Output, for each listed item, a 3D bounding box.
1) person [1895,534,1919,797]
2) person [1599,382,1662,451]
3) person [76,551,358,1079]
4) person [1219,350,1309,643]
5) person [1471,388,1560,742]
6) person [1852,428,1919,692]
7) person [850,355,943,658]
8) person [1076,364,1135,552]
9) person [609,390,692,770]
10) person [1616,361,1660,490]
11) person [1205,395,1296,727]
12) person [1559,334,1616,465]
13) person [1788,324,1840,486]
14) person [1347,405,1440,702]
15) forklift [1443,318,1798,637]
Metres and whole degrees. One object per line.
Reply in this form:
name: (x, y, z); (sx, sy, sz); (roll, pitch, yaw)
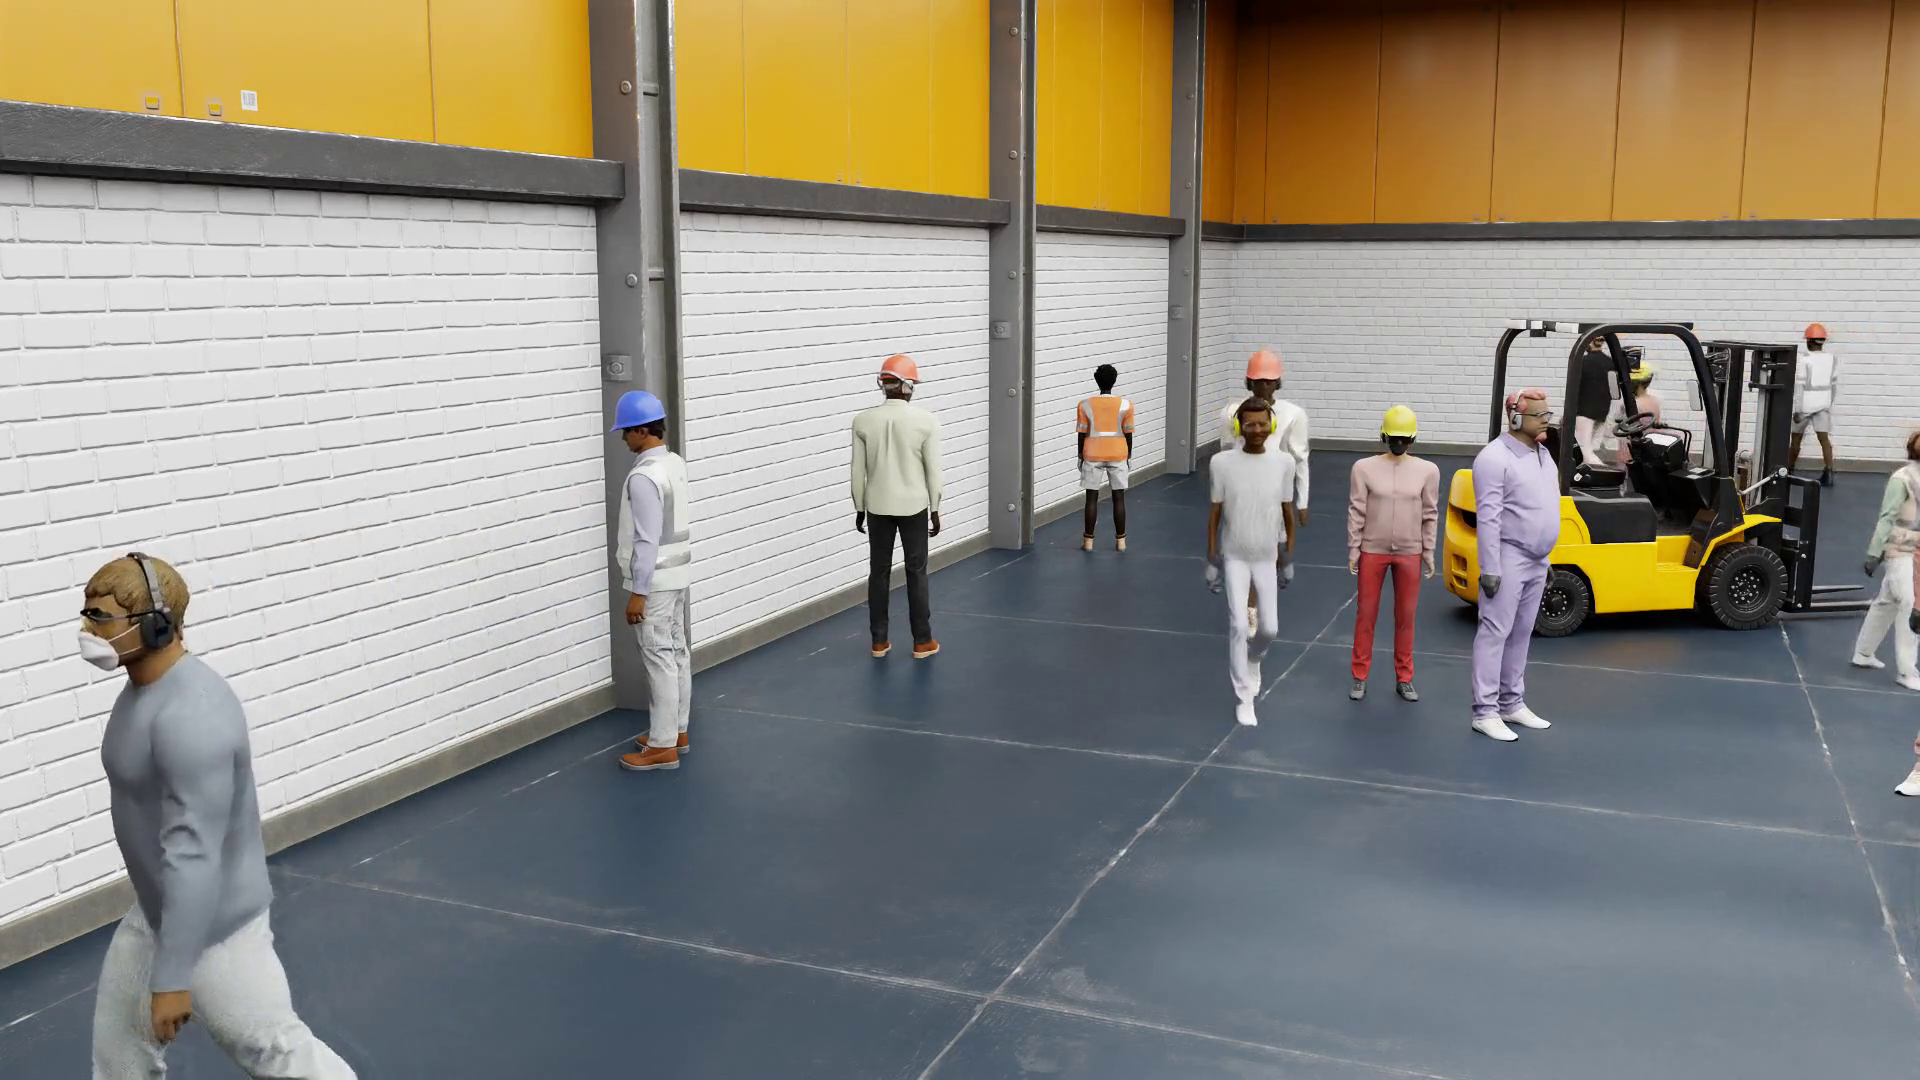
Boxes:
person: (4.825, 0.331, 7.860); (0.402, 1.904, 0.638); (-8, 12, -40)
person: (6.708, -0.977, 16.685); (0.514, 1.605, 0.754); (-1, 9, -7)
person: (-1.903, 0.951, 4.184); (1.040, 1.891, 0.652); (-7, 12, -38)
person: (2.129, -0.343, 11.696); (0.624, 1.995, 1.071); (2, 10, 10)
person: (3.057, 0.125, 9.086); (0.638, 1.911, 0.406); (-8, 13, -41)
person: (5.803, 0.088, 10.244); (0.558, 1.606, 0.600); (-6, 11, -34)
person: (-0.407, -0.215, 10.908); (0.612, 1.986, 0.401); (2, 10, 12)
person: (1.304, -0.732, 14.949); (0.533, 1.690, 0.321); (0, 9, 2)
person: (-1.567, 0.204, 8.513); (0.396, 1.940, 0.601); (1, 9, 5)
person: (5.875, -0.676, 14.384); (0.551, 1.751, 0.427); (-8, 12, -40)
person: (1.632, 0.094, 9.444); (0.516, 1.855, 0.602); (0, 9, 0)
person: (6.830, -1.350, 17.869); (0.623, 1.970, 0.877); (-5, 11, -29)
person: (10.046, -1.595, 19.581); (0.562, 1.888, 0.986); (-1, 9, -4)
person: (2.544, 0.082, 9.801); (0.522, 1.761, 0.321); (1, 9, 7)
forklift: (4.706, -0.497, 11.990); (2.313, 2.155, 1.214); (-2, 10, -10)
